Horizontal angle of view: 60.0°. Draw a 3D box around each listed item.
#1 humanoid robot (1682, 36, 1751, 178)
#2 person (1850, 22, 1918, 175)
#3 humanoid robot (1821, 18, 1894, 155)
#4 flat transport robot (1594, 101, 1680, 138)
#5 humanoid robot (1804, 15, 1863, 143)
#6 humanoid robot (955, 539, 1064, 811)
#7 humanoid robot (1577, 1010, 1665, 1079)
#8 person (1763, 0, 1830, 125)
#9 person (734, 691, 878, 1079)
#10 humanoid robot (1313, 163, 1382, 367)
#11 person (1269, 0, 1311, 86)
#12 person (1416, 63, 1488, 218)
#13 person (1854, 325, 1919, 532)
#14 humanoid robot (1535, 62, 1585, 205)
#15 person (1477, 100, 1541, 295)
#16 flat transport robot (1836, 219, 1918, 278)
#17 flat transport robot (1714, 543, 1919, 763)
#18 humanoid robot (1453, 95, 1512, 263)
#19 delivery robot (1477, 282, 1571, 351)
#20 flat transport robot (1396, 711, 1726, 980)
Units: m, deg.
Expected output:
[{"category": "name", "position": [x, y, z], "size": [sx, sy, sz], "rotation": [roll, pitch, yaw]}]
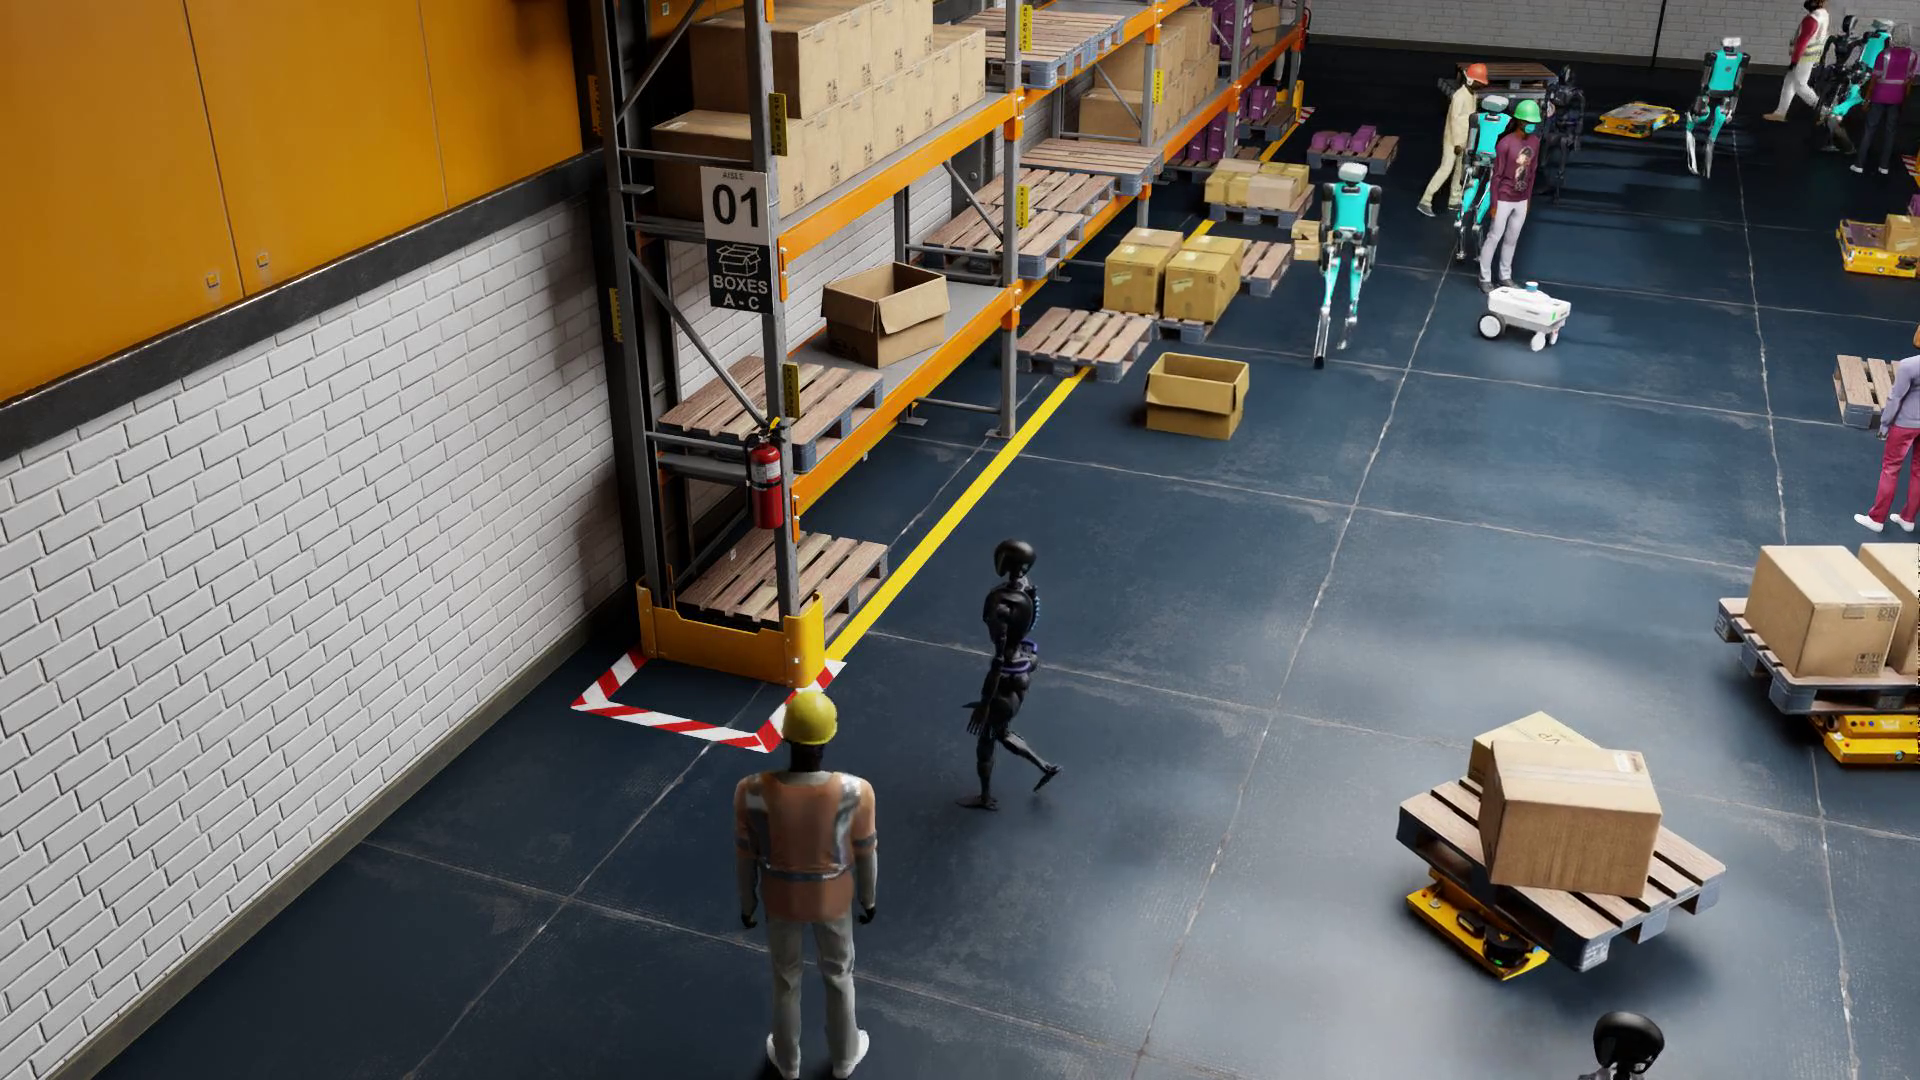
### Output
[{"category": "humanoid robot", "position": [9.220, -5.292, 20.515], "size": [0.537, 1.881, 0.727], "rotation": [1, 27, 1]}, {"category": "person", "position": [11.525, -5.483, 20.679], "size": [0.509, 1.838, 0.344], "rotation": [6, 28, 12]}, {"category": "humanoid robot", "position": [11.421, -5.778, 21.373], "size": [0.886, 1.759, 0.553], "rotation": [-3, 27, -7]}, {"category": "flat transport robot", "position": [9.389, -5.815, 23.030], "size": [0.659, 0.231, 1.431], "rotation": [22, 34, 35]}, {"category": "humanoid robot", "position": [11.666, -6.109, 22.074], "size": [0.408, 1.649, 0.595], "rotation": [-24, 36, -38]}, {"category": "humanoid robot", "position": [0.255, 0.744, 8.789], "size": [0.530, 1.644, 0.601], "rotation": [7, 28, 13]}, {"category": "humanoid robot", "position": [2.141, 2.293, 5.791], "size": [0.695, 1.634, 0.584], "rotation": [9, 29, 17]}, {"category": "person", "position": [11.733, -6.648, 22.960], "size": [0.807, 1.818, 0.618], "rotation": [17, 32, 29]}, {"category": "person", "position": [-0.642, 1.492, 7.067], "size": [0.598, 1.917, 0.393], "rotation": [0, 27, -1]}, {"category": "humanoid robot", "position": [3.409, -2.404, 14.869], "size": [0.546, 1.803, 0.945], "rotation": [9, 29, 17]}, {"category": "person", "position": [4.995, -7.889, 25.232], "size": [0.635, 1.937, 0.359], "rotation": [-4, 28, -8]}, {"category": "person", "position": [5.666, -4.577, 19.042], "size": [0.518, 1.722, 0.753], "rotation": [19, 33, 32]}, {"category": "person", "position": [6.793, -0.817, 11.852], "size": [0.498, 1.629, 0.288], "rotation": [-2, 27, -4]}, {"category": "humanoid robot", "position": [7.067, -4.783, 19.502], "size": [0.473, 1.644, 0.615], "rotation": [-19, 33, -32]}, {"category": "person", "position": [5.472, -3.403, 16.532], "size": [0.507, 1.944, 0.435], "rotation": [-10, 29, -19]}, {"category": "flat transport robot", "position": [9.811, -3.130, 17.823], "size": [0.659, 0.231, 1.431], "rotation": [10, 29, 19]}, {"category": "flat transport robot", "position": [5.326, 0.876, 10.051], "size": [0.659, 0.231, 1.431], "rotation": [0, 27, 0]}, {"category": "humanoid robot", "position": [5.339, -3.681, 17.143], "size": [0.533, 1.677, 0.735], "rotation": [19, 33, 32]}, {"category": "delivery robot", "position": [5.271, -2.116, 15.549], "size": [0.771, 0.599, 0.520], "rotation": [24, 36, 38]}, {"category": "flat transport robot", "position": [3.012, 1.729, 8.396], "size": [1.431, 0.231, 0.659], "rotation": [-15, 31, -27]}]
